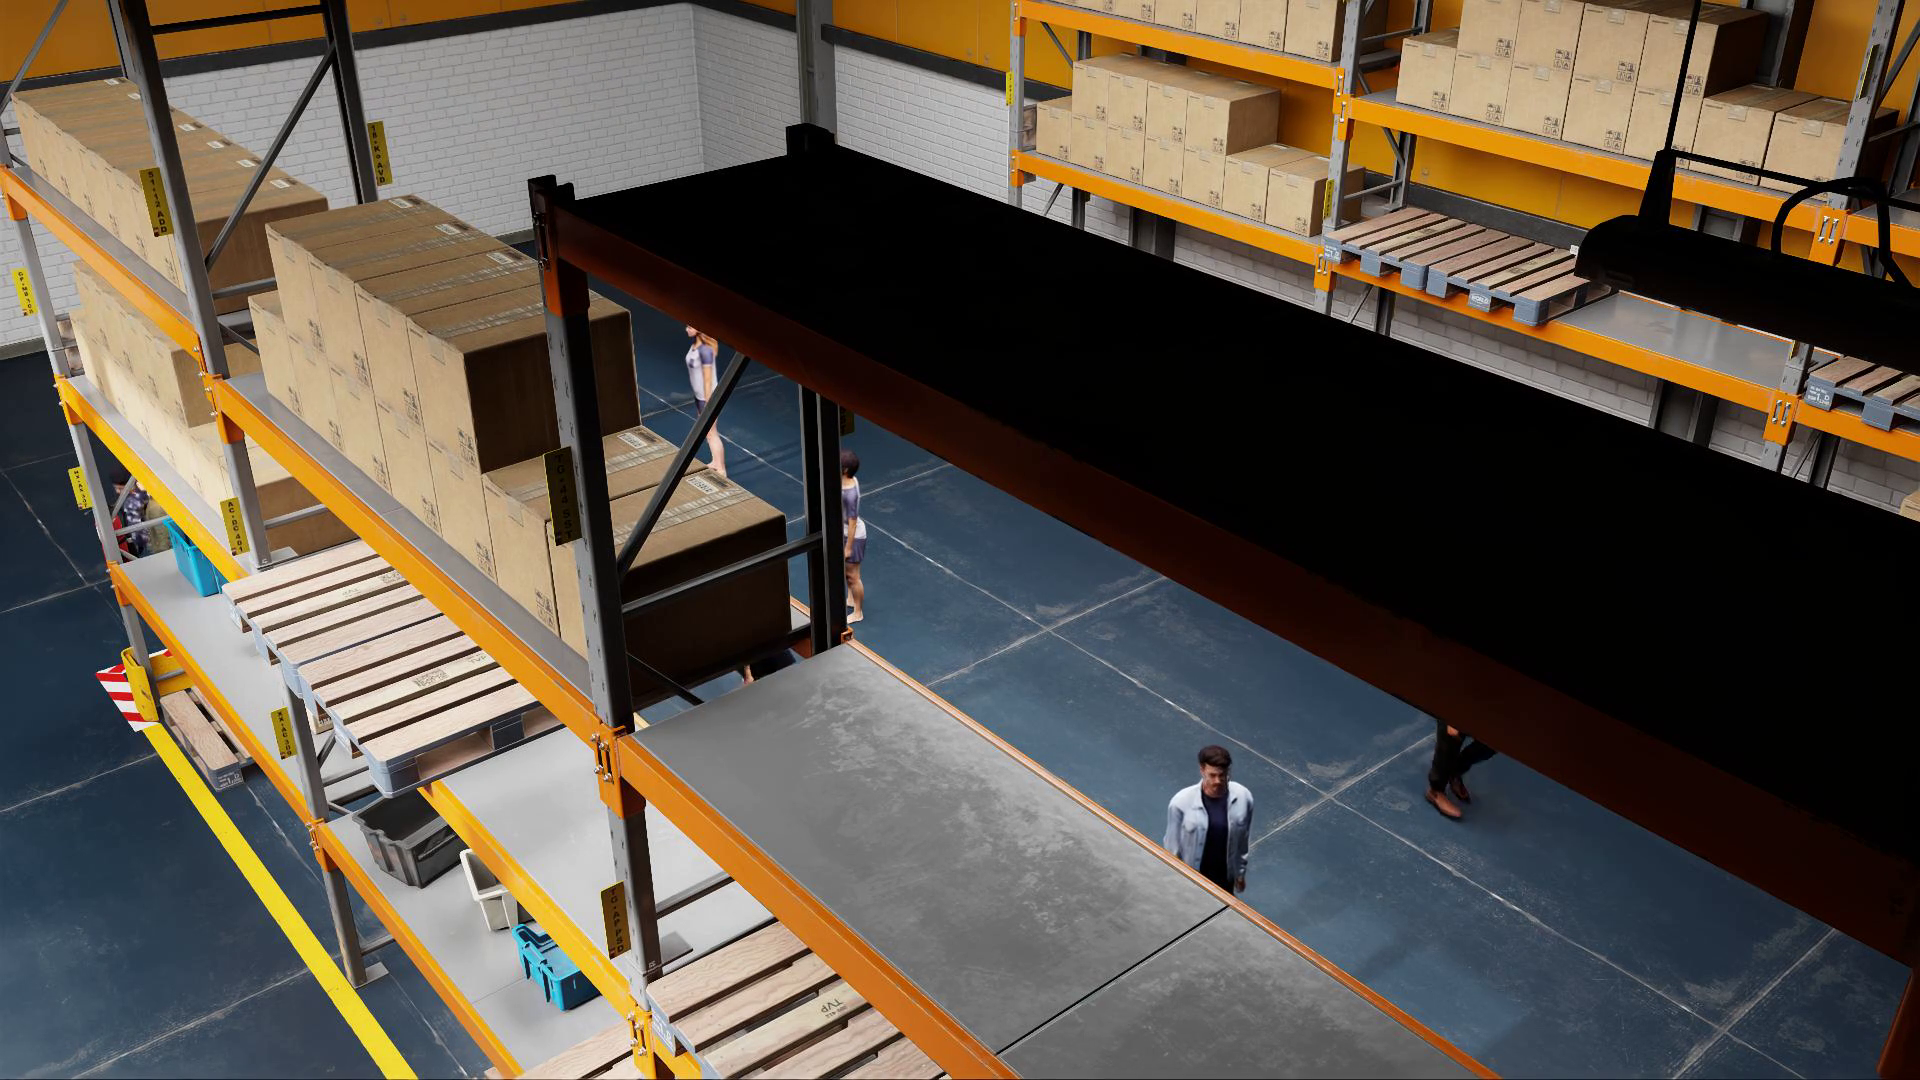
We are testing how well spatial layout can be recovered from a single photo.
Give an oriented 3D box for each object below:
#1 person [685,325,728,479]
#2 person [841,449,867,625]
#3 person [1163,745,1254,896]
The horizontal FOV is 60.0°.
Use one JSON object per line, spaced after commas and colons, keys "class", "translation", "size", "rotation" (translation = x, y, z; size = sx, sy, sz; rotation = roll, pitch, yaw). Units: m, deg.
{"class": "person", "translation": [-2.449, -1.405, 16.209], "size": [0.743, 1.723, 0.610], "rotation": [-9, 30, -15]}
{"class": "person", "translation": [-0.933, -0.055, 13.898], "size": [0.703, 1.566, 0.596], "rotation": [-6, 29, -11]}
{"class": "person", "translation": [1.451, 1.987, 9.898], "size": [0.757, 1.812, 0.747], "rotation": [-5, 29, -9]}
